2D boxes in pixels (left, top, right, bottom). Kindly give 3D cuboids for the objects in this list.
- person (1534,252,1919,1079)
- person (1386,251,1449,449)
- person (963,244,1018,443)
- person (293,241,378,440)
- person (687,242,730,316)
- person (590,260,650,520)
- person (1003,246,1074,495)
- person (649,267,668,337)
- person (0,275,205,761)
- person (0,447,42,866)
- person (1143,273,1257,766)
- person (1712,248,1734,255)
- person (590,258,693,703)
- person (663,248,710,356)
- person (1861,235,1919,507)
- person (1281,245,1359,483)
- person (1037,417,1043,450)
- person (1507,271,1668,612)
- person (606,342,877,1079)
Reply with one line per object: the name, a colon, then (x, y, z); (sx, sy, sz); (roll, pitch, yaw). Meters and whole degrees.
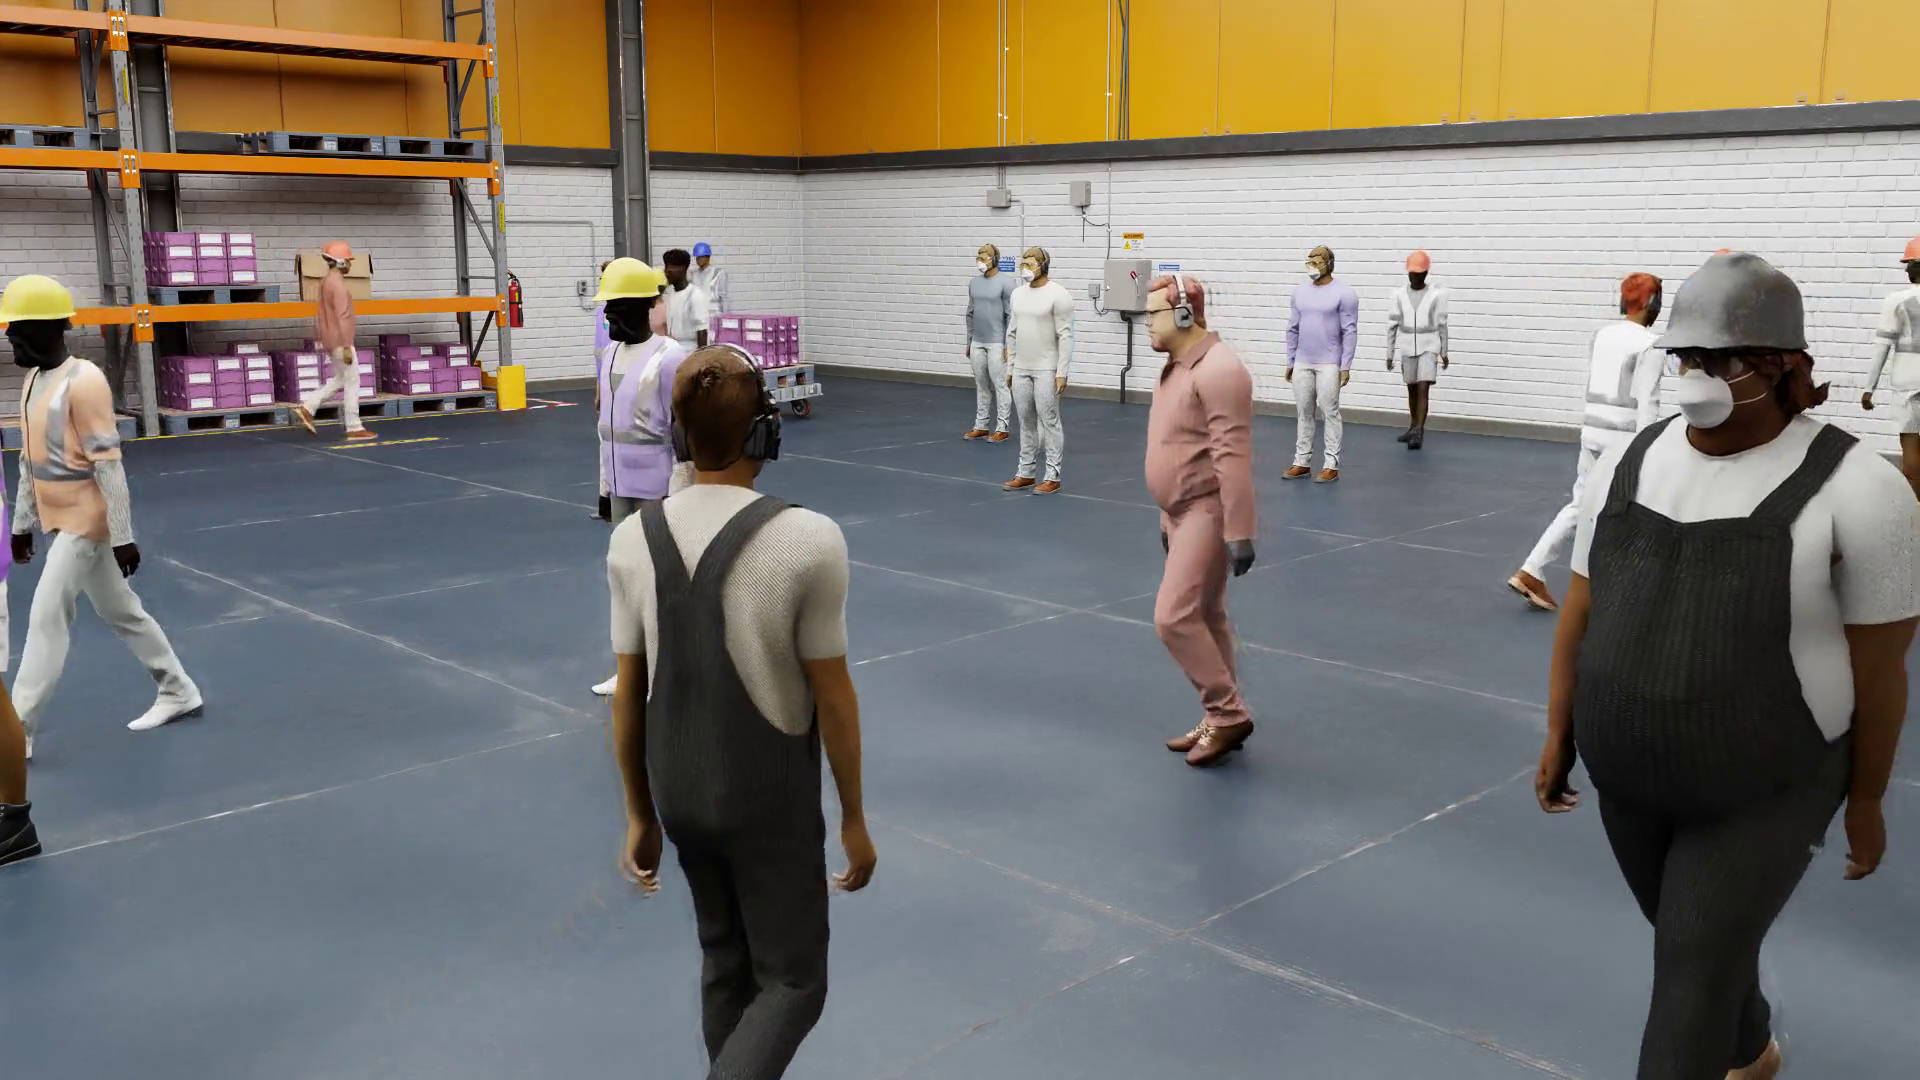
person: (1.579, 0.383, 3.454); (1.006, 2.000, 0.684); (-7, 13, -34)
person: (4.385, -1.824, 16.005); (0.566, 1.879, 0.838); (6, 12, 30)
person: (0.292, -1.923, 16.306); (0.635, 1.938, 0.360); (10, 14, 44)
person: (-6.162, -1.943, 16.342); (0.662, 1.975, 0.613); (-8, 13, -36)
person: (-3.317, -2.914, 21.734); (0.637, 1.927, 0.447); (5, 12, 25)
person: (-2.370, -1.036, 11.731); (0.578, 1.845, 0.375); (10, 14, 44)
person: (0.602, -1.324, 13.038); (0.635, 1.938, 0.360); (10, 14, 44)
person: (-2.762, -1.667, 15.464); (0.529, 1.736, 0.802); (8, 13, 36)
person: (-3.497, -0.094, 6.524); (1.012, 1.871, 0.610); (-10, 14, -44)
person: (-3.238, 0.098, 5.300); (0.553, 1.937, 0.374); (10, 14, 44)
person: (0.925, -0.073, 6.390); (0.466, 1.876, 0.667); (-2, 11, -8)
person: (6.183, -1.404, 13.536); (0.576, 1.909, 0.557); (-7, 13, -35)
person: (-1.378, -0.240, 7.160); (0.594, 1.926, 0.367); (10, 14, 44)
person: (-2.328, -1.649, 14.890); (0.954, 1.925, 0.613); (-10, 14, -43)
person: (6.623, -1.110, 11.641); (0.647, 2.020, 0.717); (-2, 11, -8)
person: (2.947, -1.441, 13.678); (0.635, 1.939, 0.360); (10, 14, 44)
person: (0.762, -1.572, 15.342); (0.504, 1.592, 0.889); (6, 12, 31)
person: (3.460, -0.509, 8.905); (0.965, 1.841, 0.629); (-4, 11, -19)
person: (-0.458, 0.535, 3.227); (0.524, 1.826, 0.745); (5, 11, 24)
